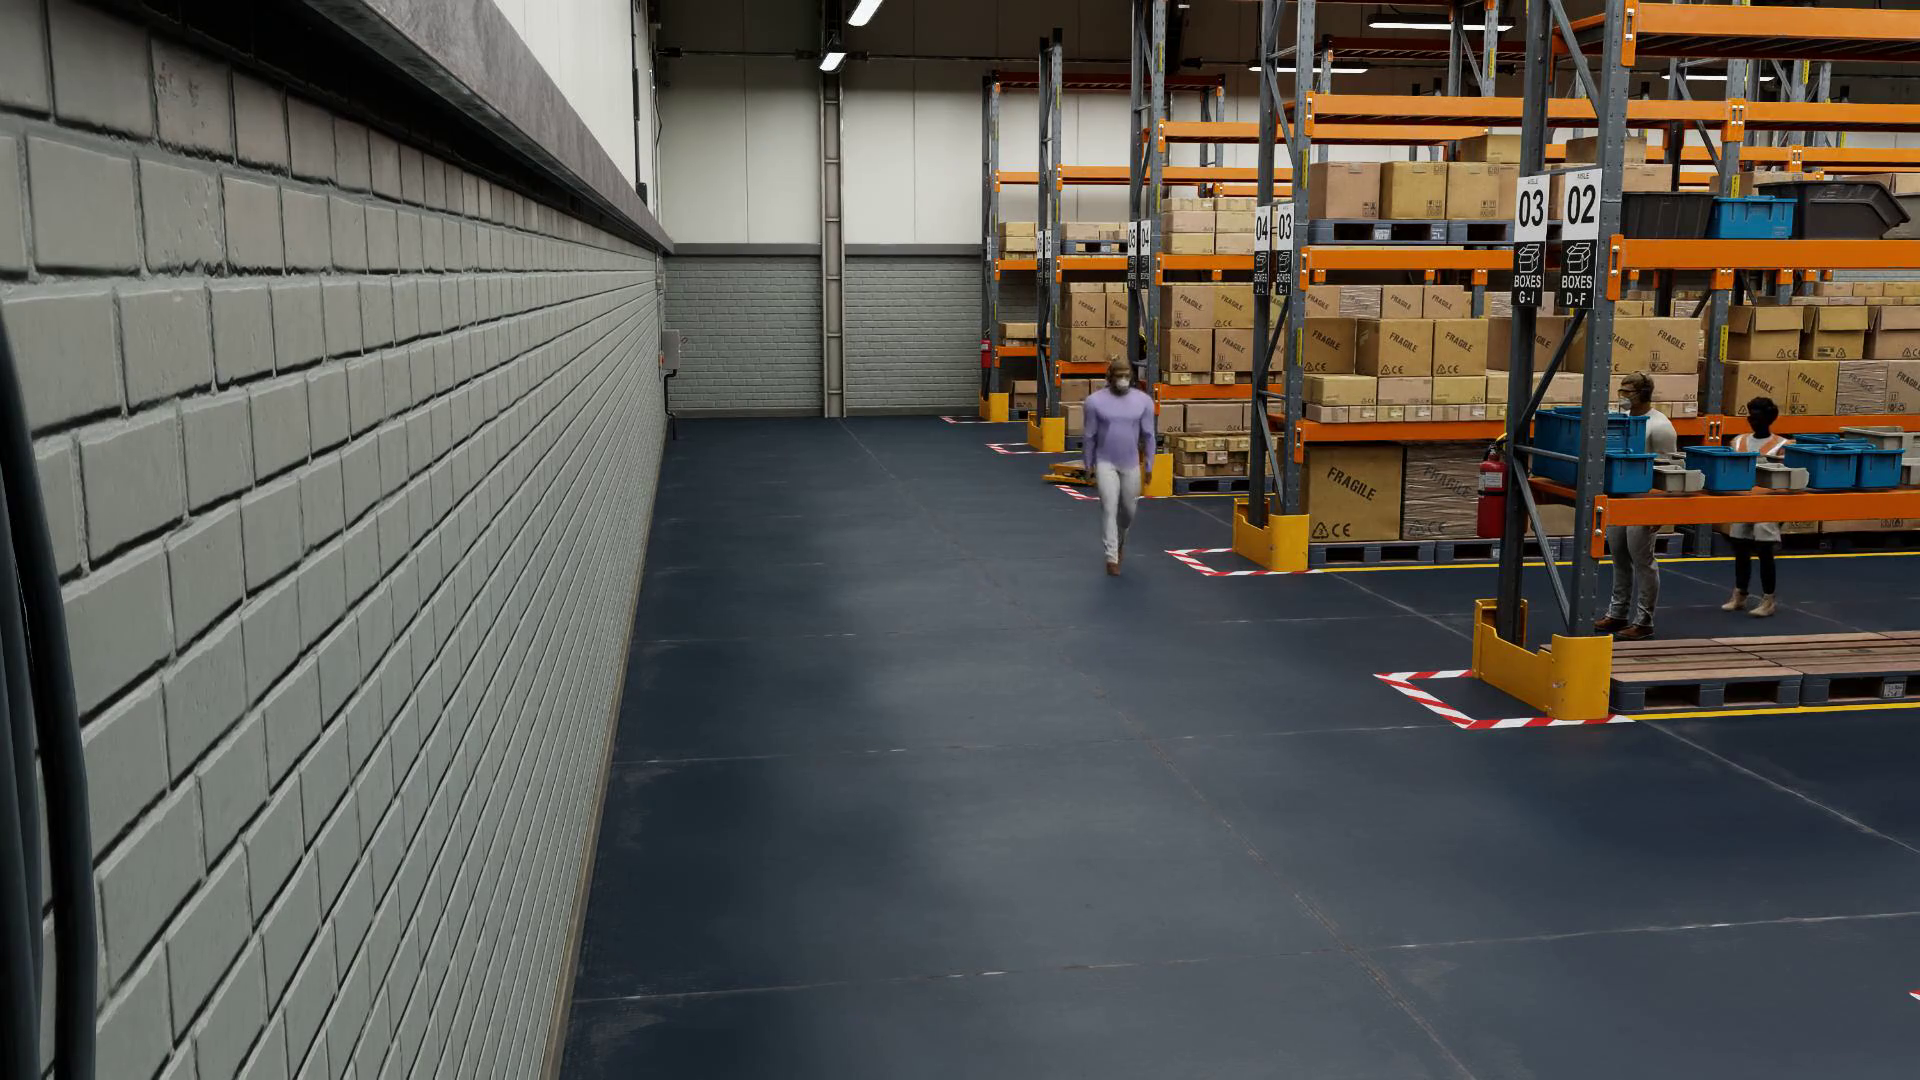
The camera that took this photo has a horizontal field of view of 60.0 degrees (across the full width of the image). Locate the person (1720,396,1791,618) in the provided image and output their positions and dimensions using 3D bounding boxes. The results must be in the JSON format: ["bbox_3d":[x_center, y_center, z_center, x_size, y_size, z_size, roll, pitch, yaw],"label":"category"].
[{"bbox_3d":[6.129,-0.258,12.816,0.340,1.697,0.547,-5,10,-27],"label":"person"}]

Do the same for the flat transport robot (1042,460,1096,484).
[{"bbox_3d":[1.715,-0.891,21.085,0.652,0.197,1.431,7,12,37],"label":"flat transport robot"}]

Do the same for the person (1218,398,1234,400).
[{"bbox_3d":[4.306,-2.741,27.220,0.391,1.986,0.609,-2,9,-12],"label":"person"}]

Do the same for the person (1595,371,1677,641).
[{"bbox_3d":[4.855,-0.247,11.986,0.354,1.937,0.635,-3,10,-16],"label":"person"}]

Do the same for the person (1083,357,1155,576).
[{"bbox_3d":[1.394,-0.676,14.742,0.638,1.917,0.815,0,9,-2],"label":"person"}]

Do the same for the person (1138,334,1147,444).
[{"bbox_3d":[2.294,-1.660,20.959,0.331,1.860,0.512,-2,10,-15],"label":"person"}]
